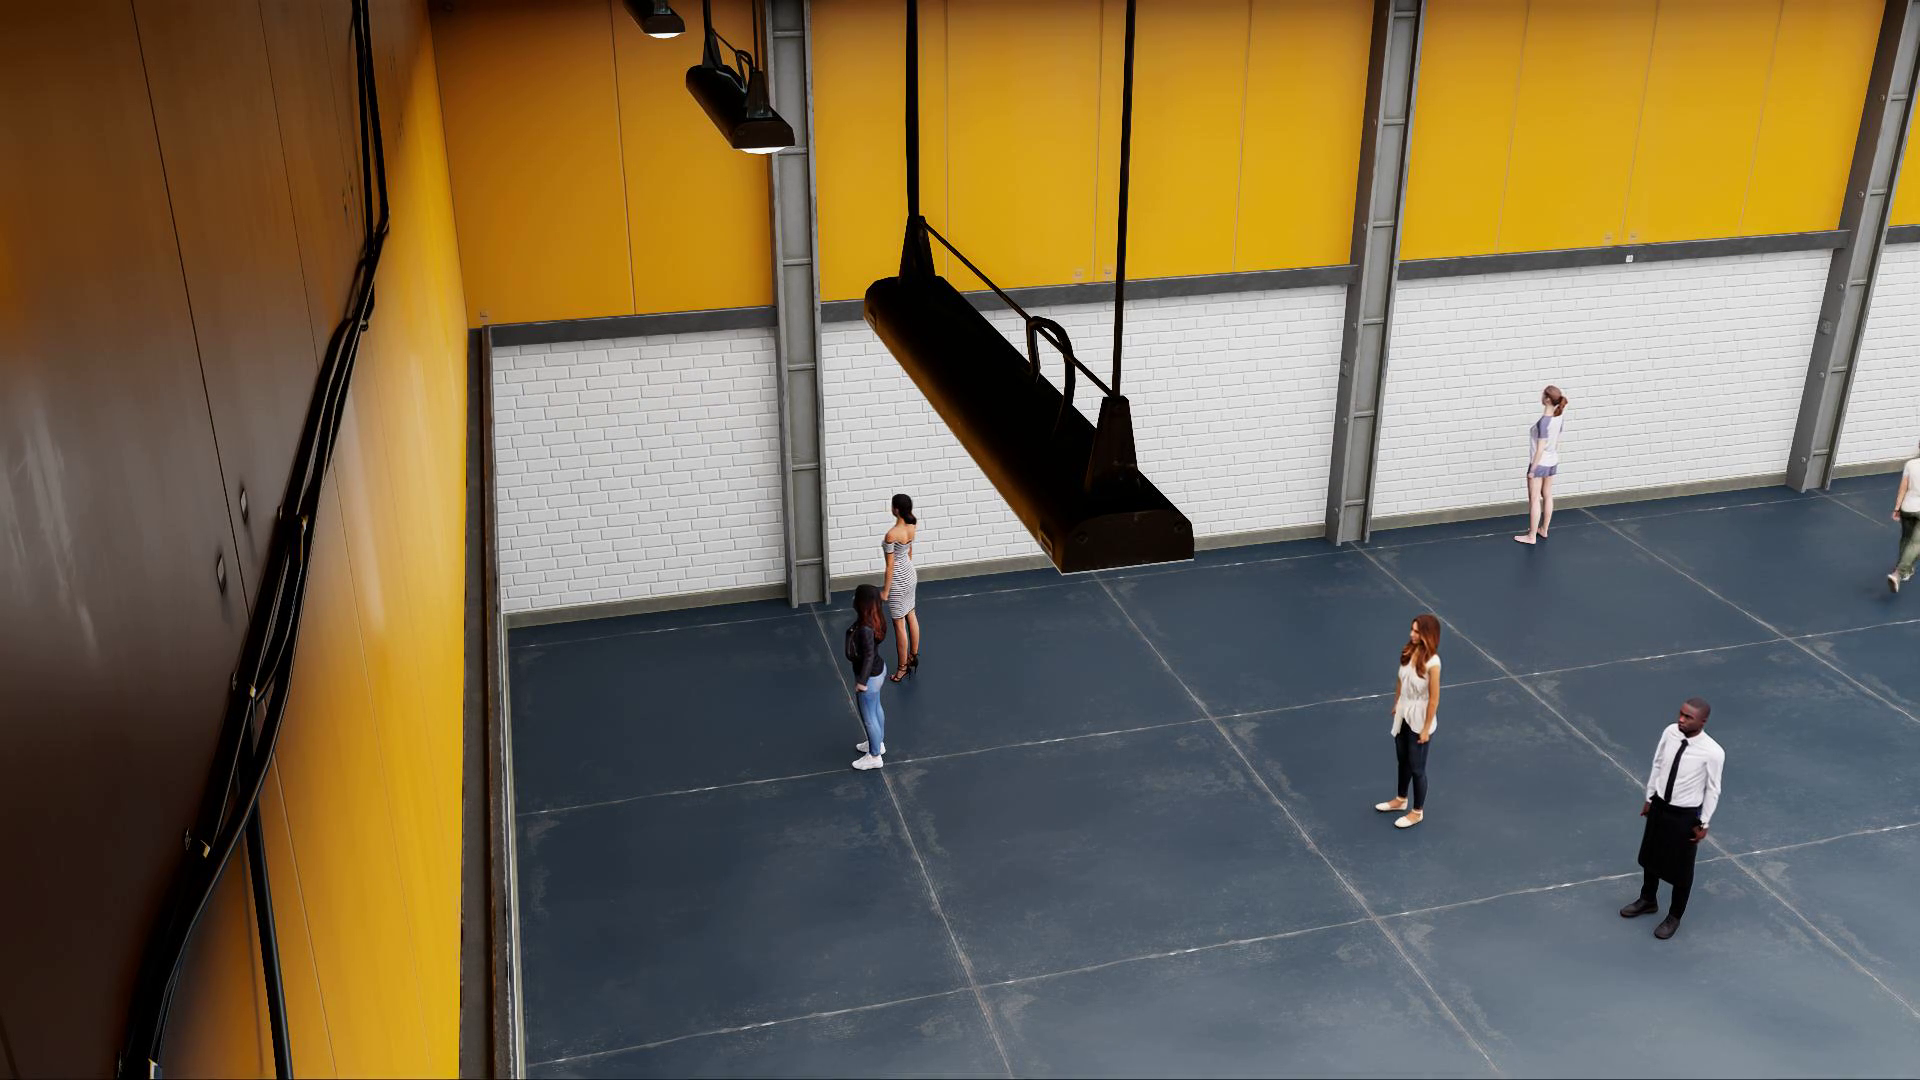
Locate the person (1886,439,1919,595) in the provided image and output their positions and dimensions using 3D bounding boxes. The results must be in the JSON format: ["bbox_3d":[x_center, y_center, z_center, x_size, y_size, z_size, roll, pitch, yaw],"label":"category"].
[{"bbox_3d":[9.658,-0.246,16.813,1.163,1.627,0.943,-21,31,-40],"label":"person"}]

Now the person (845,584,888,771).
[{"bbox_3d":[-0.756,1.104,13.716,0.687,1.634,0.718,2,24,5],"label":"person"}]

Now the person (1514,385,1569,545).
[{"bbox_3d":[6.294,-0.821,17.955,0.617,1.767,0.725,-18,29,-35],"label":"person"}]

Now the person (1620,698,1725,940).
[{"bbox_3d":[5.019,1.910,11.623,0.631,1.835,0.701,-14,27,-29],"label":"person"}]

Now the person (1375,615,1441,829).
[{"bbox_3d":[3.532,1.389,12.876,0.535,1.785,0.610,-8,25,-17],"label":"person"}]

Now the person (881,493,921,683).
[{"bbox_3d":[-0.519,0.417,15.053,0.730,1.822,0.676,12,26,26],"label":"person"}]
